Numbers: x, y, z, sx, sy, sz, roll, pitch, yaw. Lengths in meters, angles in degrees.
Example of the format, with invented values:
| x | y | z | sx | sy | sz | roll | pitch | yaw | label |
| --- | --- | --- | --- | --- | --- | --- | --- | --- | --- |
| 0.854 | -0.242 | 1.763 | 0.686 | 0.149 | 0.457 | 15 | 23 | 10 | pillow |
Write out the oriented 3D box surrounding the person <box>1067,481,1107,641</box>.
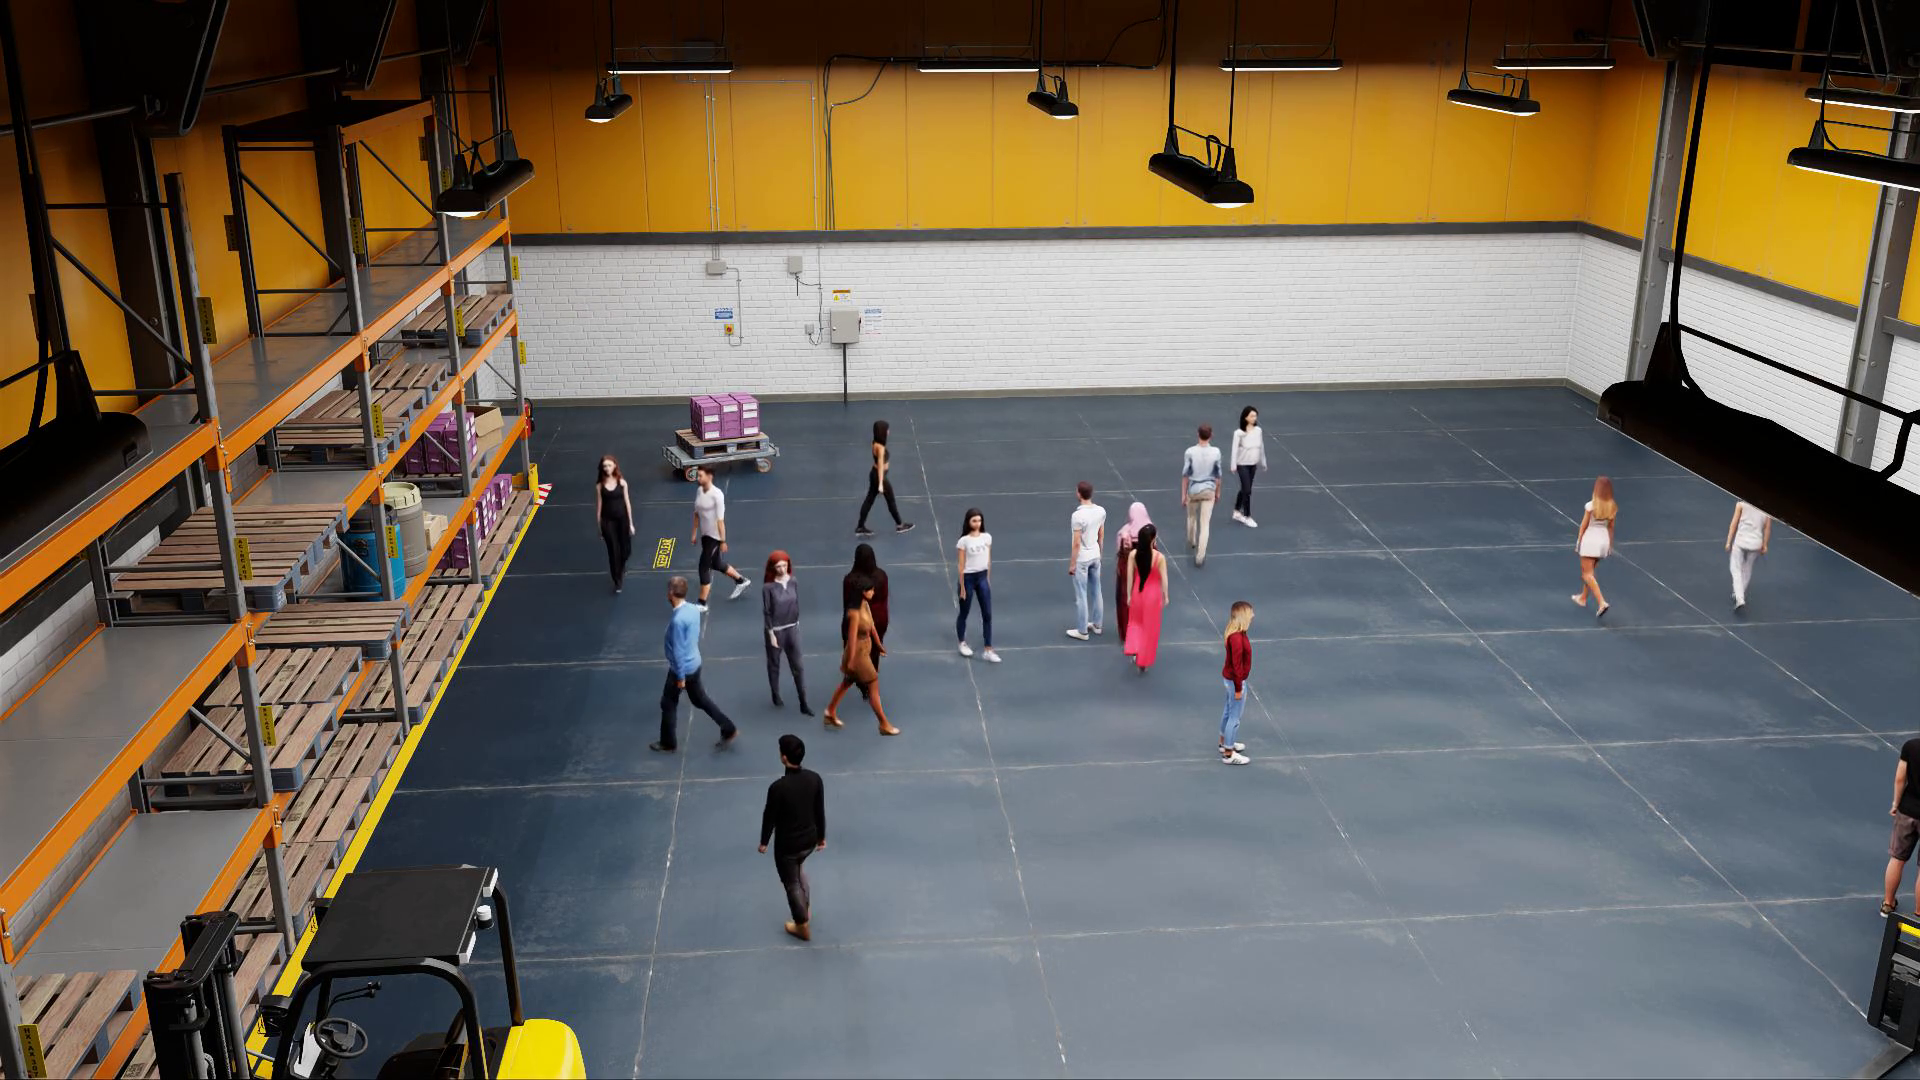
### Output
| x | y | z | sx | sy | sz | roll | pitch | yaw | label |
| --- | --- | --- | --- | --- | --- | --- | --- | --- | --- |
| 1.454 | 0.223 | 19.076 | 0.733 | 1.852 | 0.756 | -16 | 24 | -40 | person |

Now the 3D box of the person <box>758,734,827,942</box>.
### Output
| x | y | z | sx | sy | sz | roll | pitch | yaw | label |
| --- | --- | --- | --- | --- | --- | --- | --- | --- | --- |
| -1.254 | 2.347 | 12.988 | 0.813 | 1.711 | 0.764 | 17 | 25 | 42 | person |

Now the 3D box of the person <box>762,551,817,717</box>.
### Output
| x | y | z | sx | sy | sz | roll | pitch | yaw | label |
| --- | --- | --- | --- | --- | --- | --- | --- | --- | --- |
| -1.890 | 0.937 | 17.133 | 0.861 | 1.738 | 1.070 | -11 | 21 | -29 | person |

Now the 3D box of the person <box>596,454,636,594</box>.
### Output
| x | y | z | sx | sy | sz | roll | pitch | yaw | label |
| --- | --- | --- | --- | --- | --- | --- | --- | --- | --- |
| -4.282 | -0.242 | 20.640 | 0.682 | 1.734 | 0.915 | -5 | 19 | -14 | person |

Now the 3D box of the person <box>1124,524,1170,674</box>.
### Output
| x | y | z | sx | sy | sz | roll | pitch | yaw | label |
| --- | --- | --- | --- | --- | --- | --- | --- | --- | --- |
| 1.990 | 0.674 | 17.956 | 0.761 | 1.710 | 0.824 | 9 | 20 | 24 | person |

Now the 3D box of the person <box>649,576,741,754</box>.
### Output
| x | y | z | sx | sy | sz | roll | pitch | yaw | label |
| --- | --- | --- | --- | --- | --- | --- | --- | --- | --- |
| -2.582 | 1.238 | 16.187 | 0.921 | 1.772 | 1.130 | 2 | 19 | 7 | person |

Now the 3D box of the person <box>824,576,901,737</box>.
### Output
| x | y | z | sx | sy | sz | roll | pitch | yaw | label |
| --- | --- | --- | --- | --- | --- | --- | --- | --- | --- |
| -1.090 | 1.175 | 16.589 | 0.736 | 1.635 | 0.999 | 2 | 19 | 7 | person |

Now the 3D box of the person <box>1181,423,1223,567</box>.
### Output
| x | y | z | sx | sy | sz | roll | pitch | yaw | label |
| --- | --- | --- | --- | --- | --- | --- | --- | --- | --- |
| 3.116 | -0.560 | 21.470 | 0.833 | 1.807 | 1.233 | 2 | 19 | 6 | person |

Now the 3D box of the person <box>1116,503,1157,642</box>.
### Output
| x | y | z | sx | sy | sz | roll | pitch | yaw | label |
| --- | --- | --- | --- | --- | --- | --- | --- | --- | --- |
| 1.980 | 0.390 | 18.925 | 0.841 | 1.631 | 0.980 | 5 | 19 | 14 | person |

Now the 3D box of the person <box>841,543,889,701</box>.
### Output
| x | y | z | sx | sy | sz | roll | pitch | yaw | label |
| --- | --- | --- | --- | --- | --- | --- | --- | --- | --- |
| -0.946 | 0.897 | 17.236 | 0.794 | 1.747 | 0.878 | -8 | 20 | -23 | person |

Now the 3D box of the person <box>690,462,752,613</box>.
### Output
| x | y | z | sx | sy | sz | roll | pitch | yaw | label |
| --- | --- | --- | --- | --- | --- | --- | --- | --- | --- |
| -2.895 | -0.051 | 19.942 | 1.174 | 1.817 | 1.241 | -14 | 23 | -35 | person |

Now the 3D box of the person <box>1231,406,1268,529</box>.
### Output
| x | y | z | sx | sy | sz | roll | pitch | yaw | label |
| --- | --- | --- | --- | --- | --- | --- | --- | --- | --- |
| 3.937 | -1.053 | 23.135 | 0.840 | 1.679 | 0.968 | -12 | 22 | -31 | person |

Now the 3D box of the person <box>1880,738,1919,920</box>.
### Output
| x | y | z | sx | sy | sz | roll | pitch | yaw | label |
| --- | --- | --- | --- | --- | --- | --- | --- | --- | --- |
| 7.661 | 2.188 | 13.230 | 0.832 | 1.858 | 0.737 | -16 | 24 | -39 | person |

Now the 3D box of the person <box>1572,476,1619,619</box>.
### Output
| x | y | z | sx | sy | sz | roll | pitch | yaw | label |
| --- | --- | --- | --- | --- | --- | --- | --- | --- | --- |
| 7.563 | 0.102 | 19.724 | 0.668 | 1.667 | 1.079 | -4 | 19 | -12 | person |

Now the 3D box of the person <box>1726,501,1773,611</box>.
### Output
| x | y | z | sx | sy | sz | roll | pitch | yaw | label |
| --- | --- | --- | --- | --- | --- | --- | --- | --- | --- |
| 9.426 | 0.050 | 19.892 | 0.762 | 1.658 | 0.971 | 3 | 19 | 10 | person |

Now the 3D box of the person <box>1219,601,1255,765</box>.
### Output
| x | y | z | sx | sy | sz | roll | pitch | yaw | label |
| --- | --- | --- | --- | --- | --- | --- | --- | --- | --- |
| 2.658 | 1.356 | 16.054 | 0.671 | 1.632 | 0.472 | 0 | 19 | 1 | person |

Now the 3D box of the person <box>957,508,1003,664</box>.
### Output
| x | y | z | sx | sy | sz | roll | pitch | yaw | label |
| --- | --- | --- | --- | --- | --- | --- | --- | --- | --- |
| 0.096 | 0.475 | 18.485 | 0.852 | 1.751 | 0.999 | -11 | 22 | -29 | person |

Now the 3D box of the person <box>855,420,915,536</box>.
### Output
| x | y | z | sx | sy | sz | roll | pitch | yaw | label |
| --- | --- | --- | --- | --- | --- | --- | --- | --- | --- |
| -1.171 | -0.798 | 22.502 | 0.846 | 1.599 | 1.068 | -7 | 20 | -20 | person |
